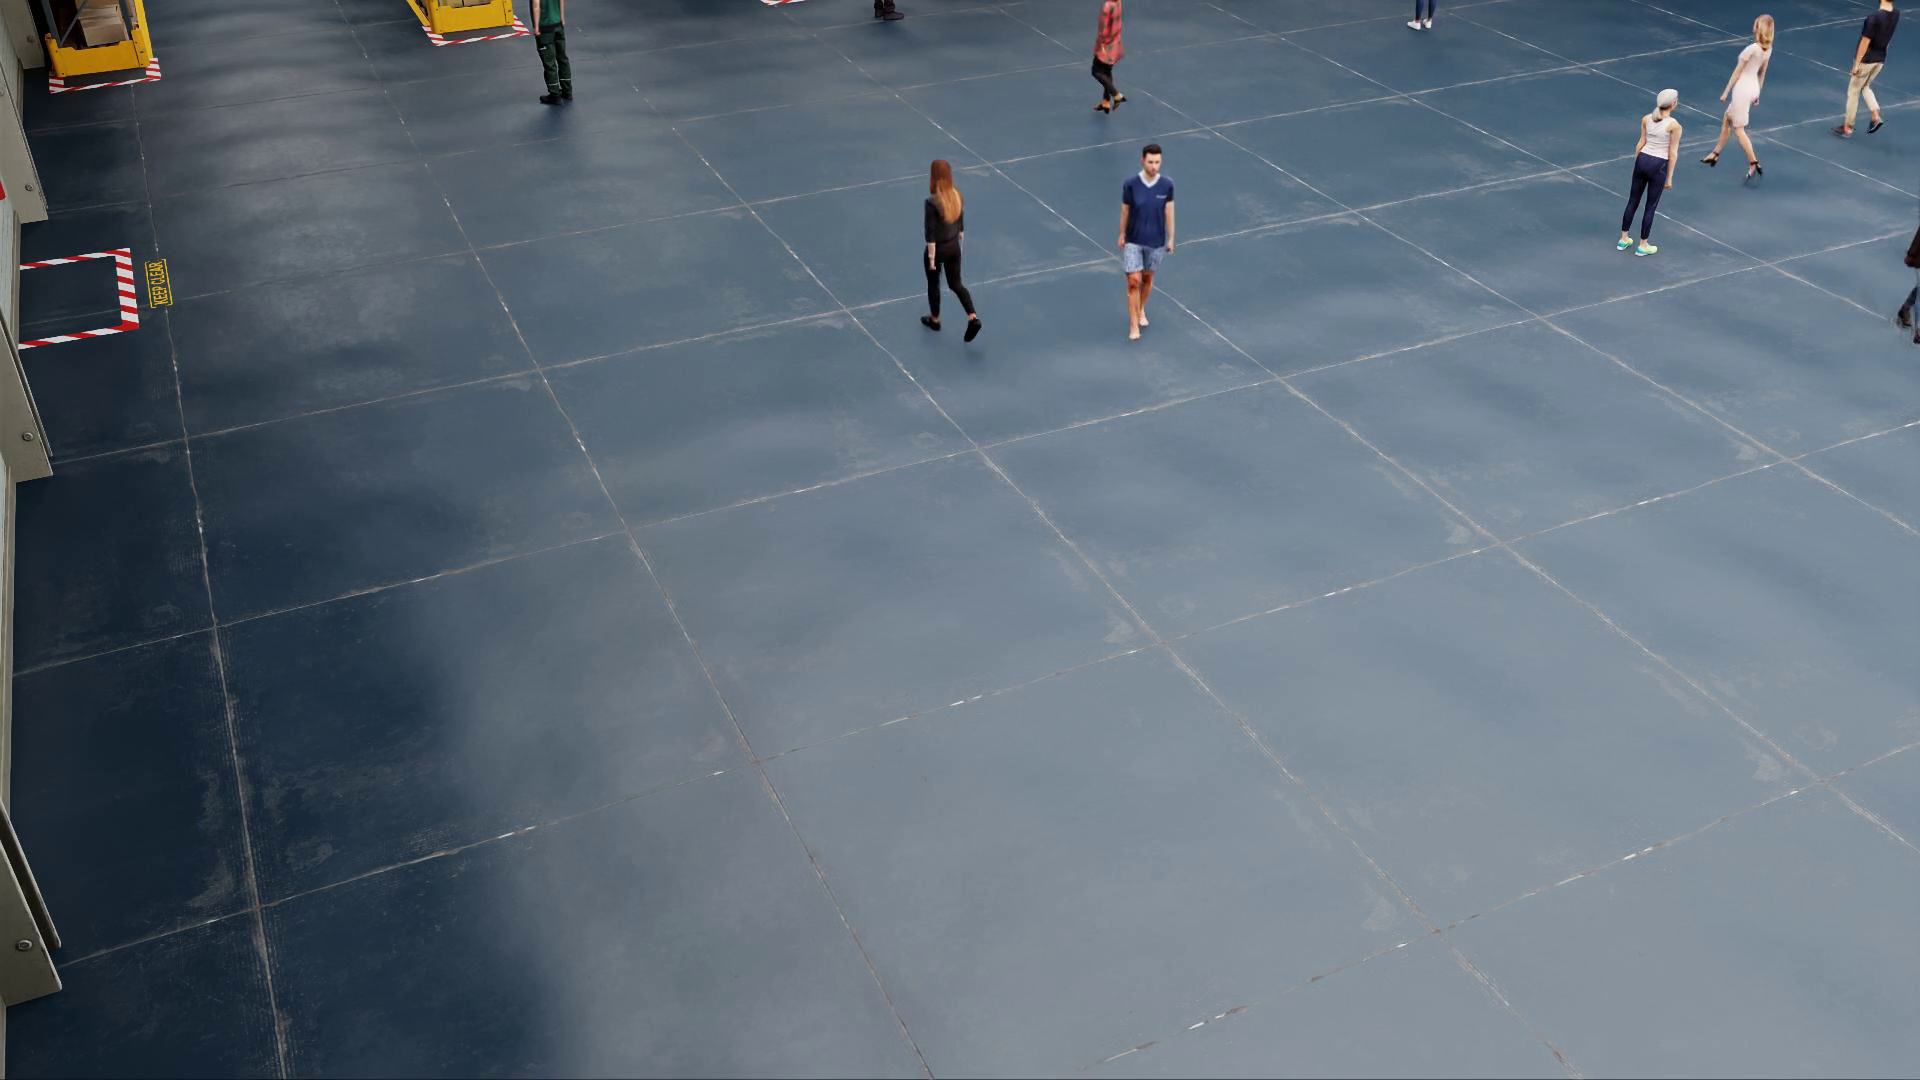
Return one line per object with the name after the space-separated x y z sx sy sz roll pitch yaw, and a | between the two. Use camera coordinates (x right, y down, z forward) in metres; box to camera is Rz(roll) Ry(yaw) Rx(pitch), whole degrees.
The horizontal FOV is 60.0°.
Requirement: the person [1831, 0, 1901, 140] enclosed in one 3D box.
10.877 -5.653 19.735 0.643 1.845 0.783 -14 35 -20 | person

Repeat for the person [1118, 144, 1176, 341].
1.697 -2.816 15.403 0.894 1.813 1.113 -1 33 -2 | person

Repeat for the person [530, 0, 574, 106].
-5.177 -6.483 20.961 0.776 1.901 0.759 18 37 25 | person

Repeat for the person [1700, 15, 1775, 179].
8.865 -4.926 18.666 0.648 1.792 1.093 -18 37 -25 | person

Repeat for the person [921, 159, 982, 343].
-0.090 -2.605 15.196 0.746 1.686 1.098 -22 39 -30 | person

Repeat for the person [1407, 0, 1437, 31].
6.703 -8.214 23.739 0.652 1.775 0.591 -7 34 -11 | person

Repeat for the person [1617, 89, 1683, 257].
7.037 -3.755 16.949 0.701 1.702 0.541 -23 40 -31 | person

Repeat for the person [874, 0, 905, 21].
-1.117 -8.529 24.176 0.812 1.825 0.632 -23 40 -31 | person

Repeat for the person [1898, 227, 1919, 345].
8.986 -2.650 15.350 0.937 1.592 1.146 1 33 1 | person

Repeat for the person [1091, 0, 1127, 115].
1.902 -6.084 20.538 0.849 1.693 0.787 17 37 25 | person
